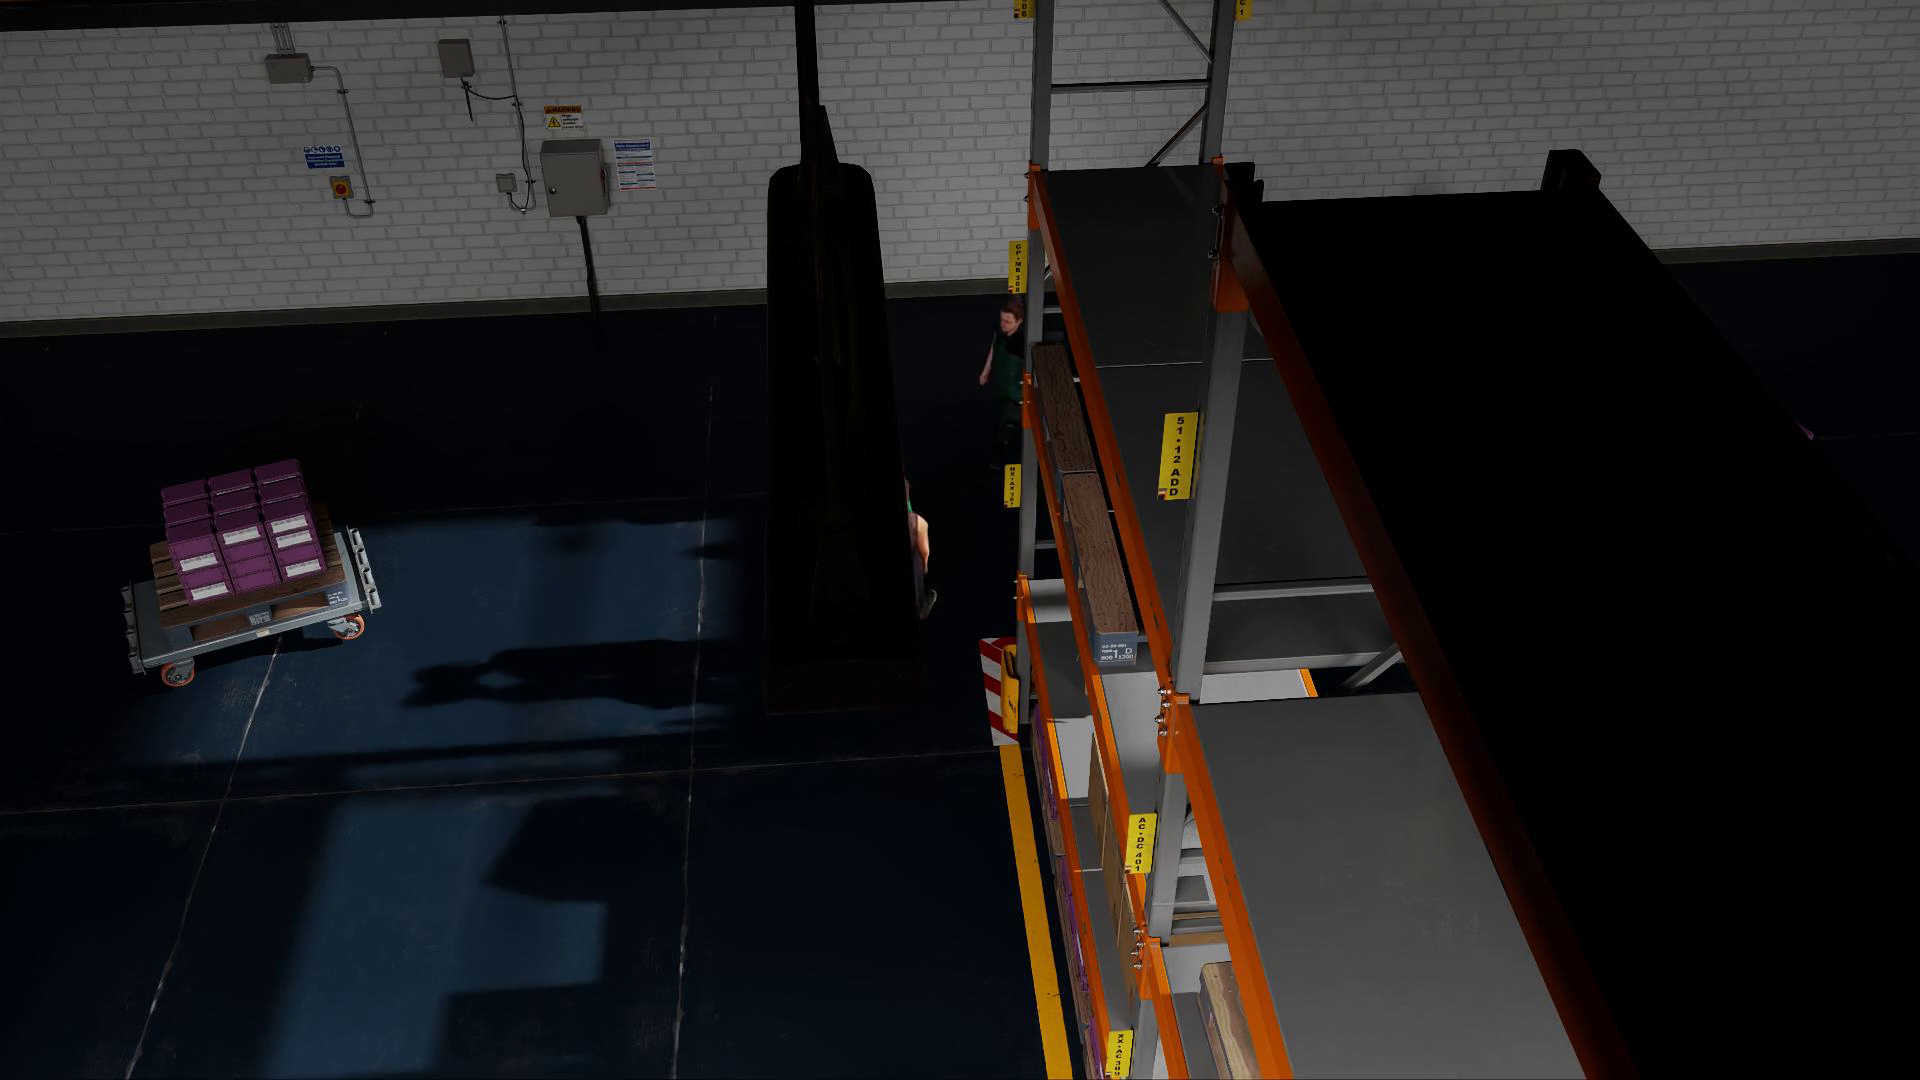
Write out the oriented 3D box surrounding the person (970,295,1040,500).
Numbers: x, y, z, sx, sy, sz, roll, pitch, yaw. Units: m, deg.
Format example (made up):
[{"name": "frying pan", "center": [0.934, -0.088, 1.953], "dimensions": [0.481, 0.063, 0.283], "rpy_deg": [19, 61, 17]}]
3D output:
[{"name": "person", "center": [0.492, -1.172, 12.884], "dimensions": [1.111, 1.790, 1.208], "rpy_deg": [-16, 41, -19]}]
